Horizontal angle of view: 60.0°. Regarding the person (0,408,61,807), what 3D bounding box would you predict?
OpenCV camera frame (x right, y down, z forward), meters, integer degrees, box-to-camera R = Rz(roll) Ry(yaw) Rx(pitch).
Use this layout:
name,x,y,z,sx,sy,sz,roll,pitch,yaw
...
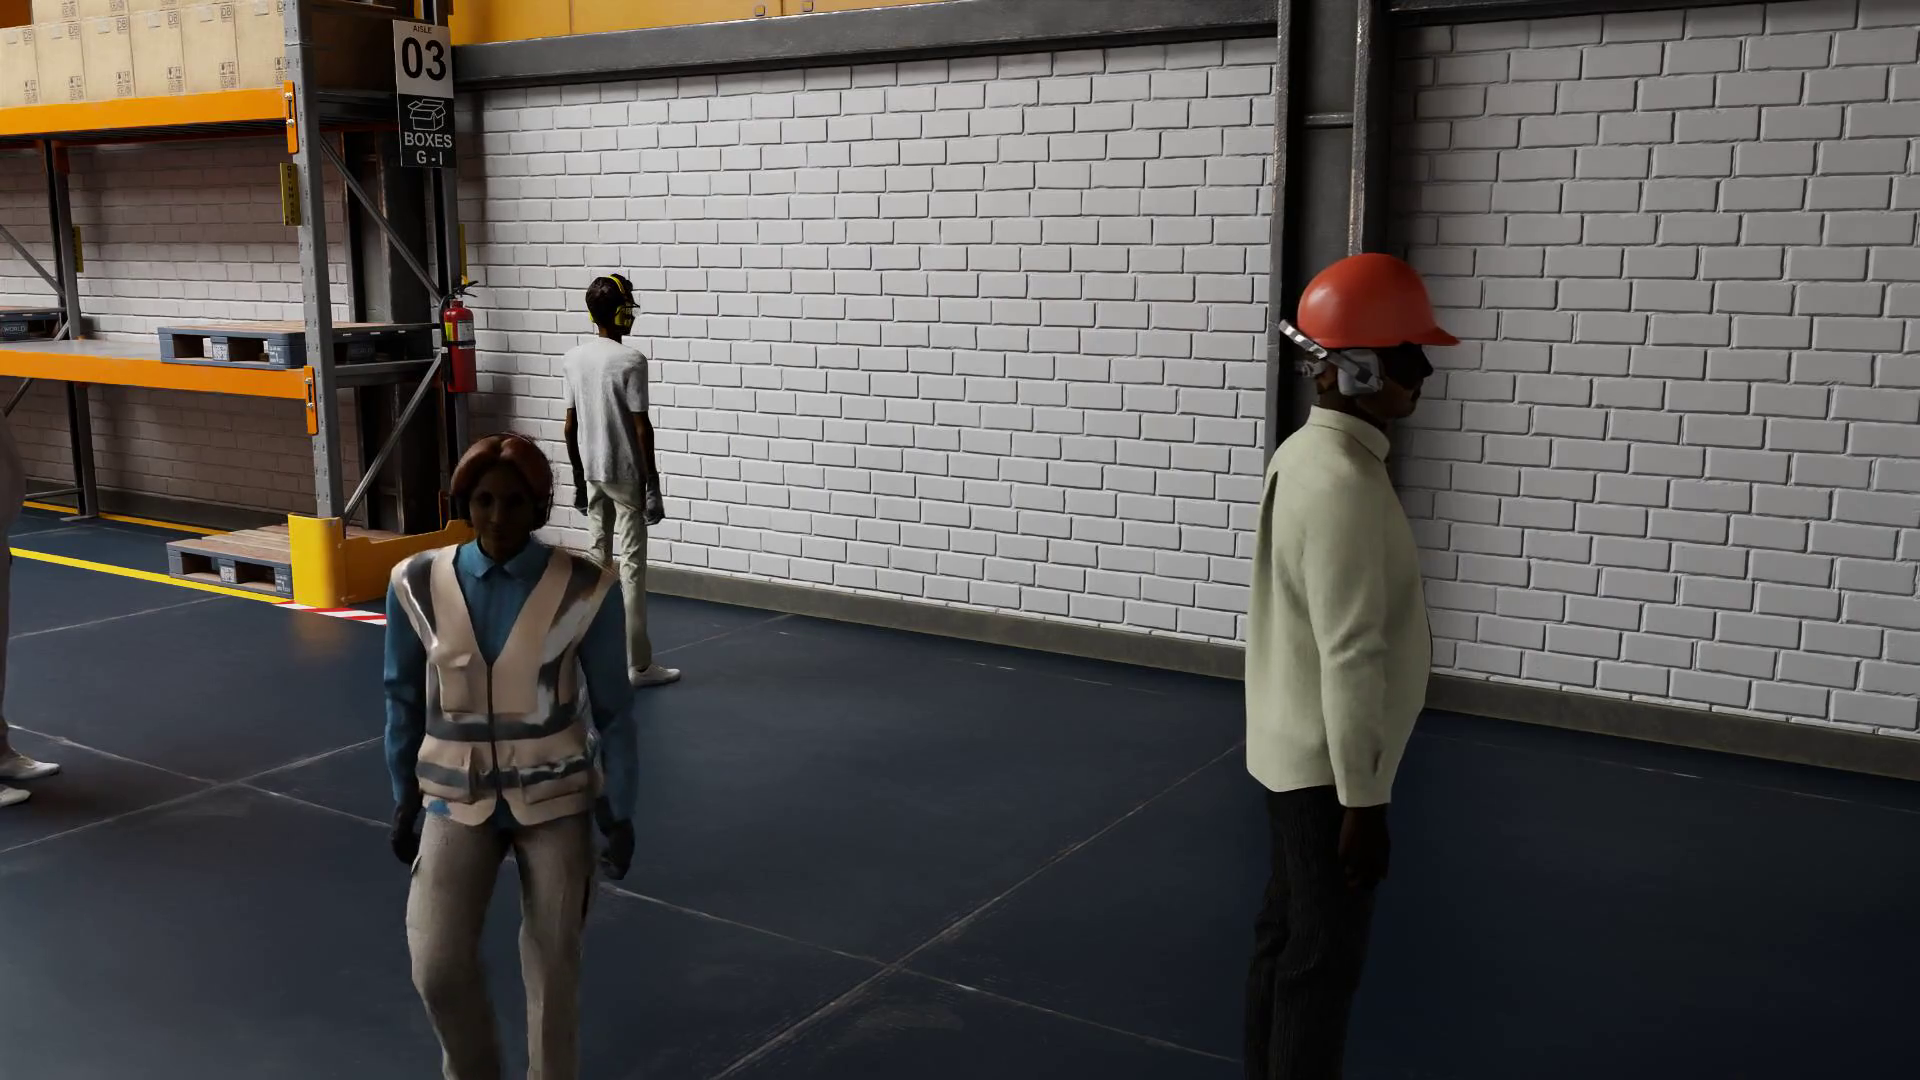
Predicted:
name,x,y,z,sx,sy,sz,roll,pitch,yaw
person,-3.549,0.019,5.948,0.401,1.894,0.653,-3,11,-16

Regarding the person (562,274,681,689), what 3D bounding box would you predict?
name,x,y,z,sx,sy,sz,roll,pitch,yaw
person,-1.554,-0.260,7.543,0.516,1.873,0.329,6,12,29

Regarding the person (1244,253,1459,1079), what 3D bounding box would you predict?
name,x,y,z,sx,sy,sz,roll,pitch,yaw
person,0.761,0.436,3.339,0.380,1.996,0.608,0,10,2

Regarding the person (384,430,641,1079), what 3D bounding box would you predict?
name,x,y,z,sx,sy,sz,roll,pitch,yaw
person,-0.944,0.582,3.518,0.548,1.625,0.388,0,10,-3
